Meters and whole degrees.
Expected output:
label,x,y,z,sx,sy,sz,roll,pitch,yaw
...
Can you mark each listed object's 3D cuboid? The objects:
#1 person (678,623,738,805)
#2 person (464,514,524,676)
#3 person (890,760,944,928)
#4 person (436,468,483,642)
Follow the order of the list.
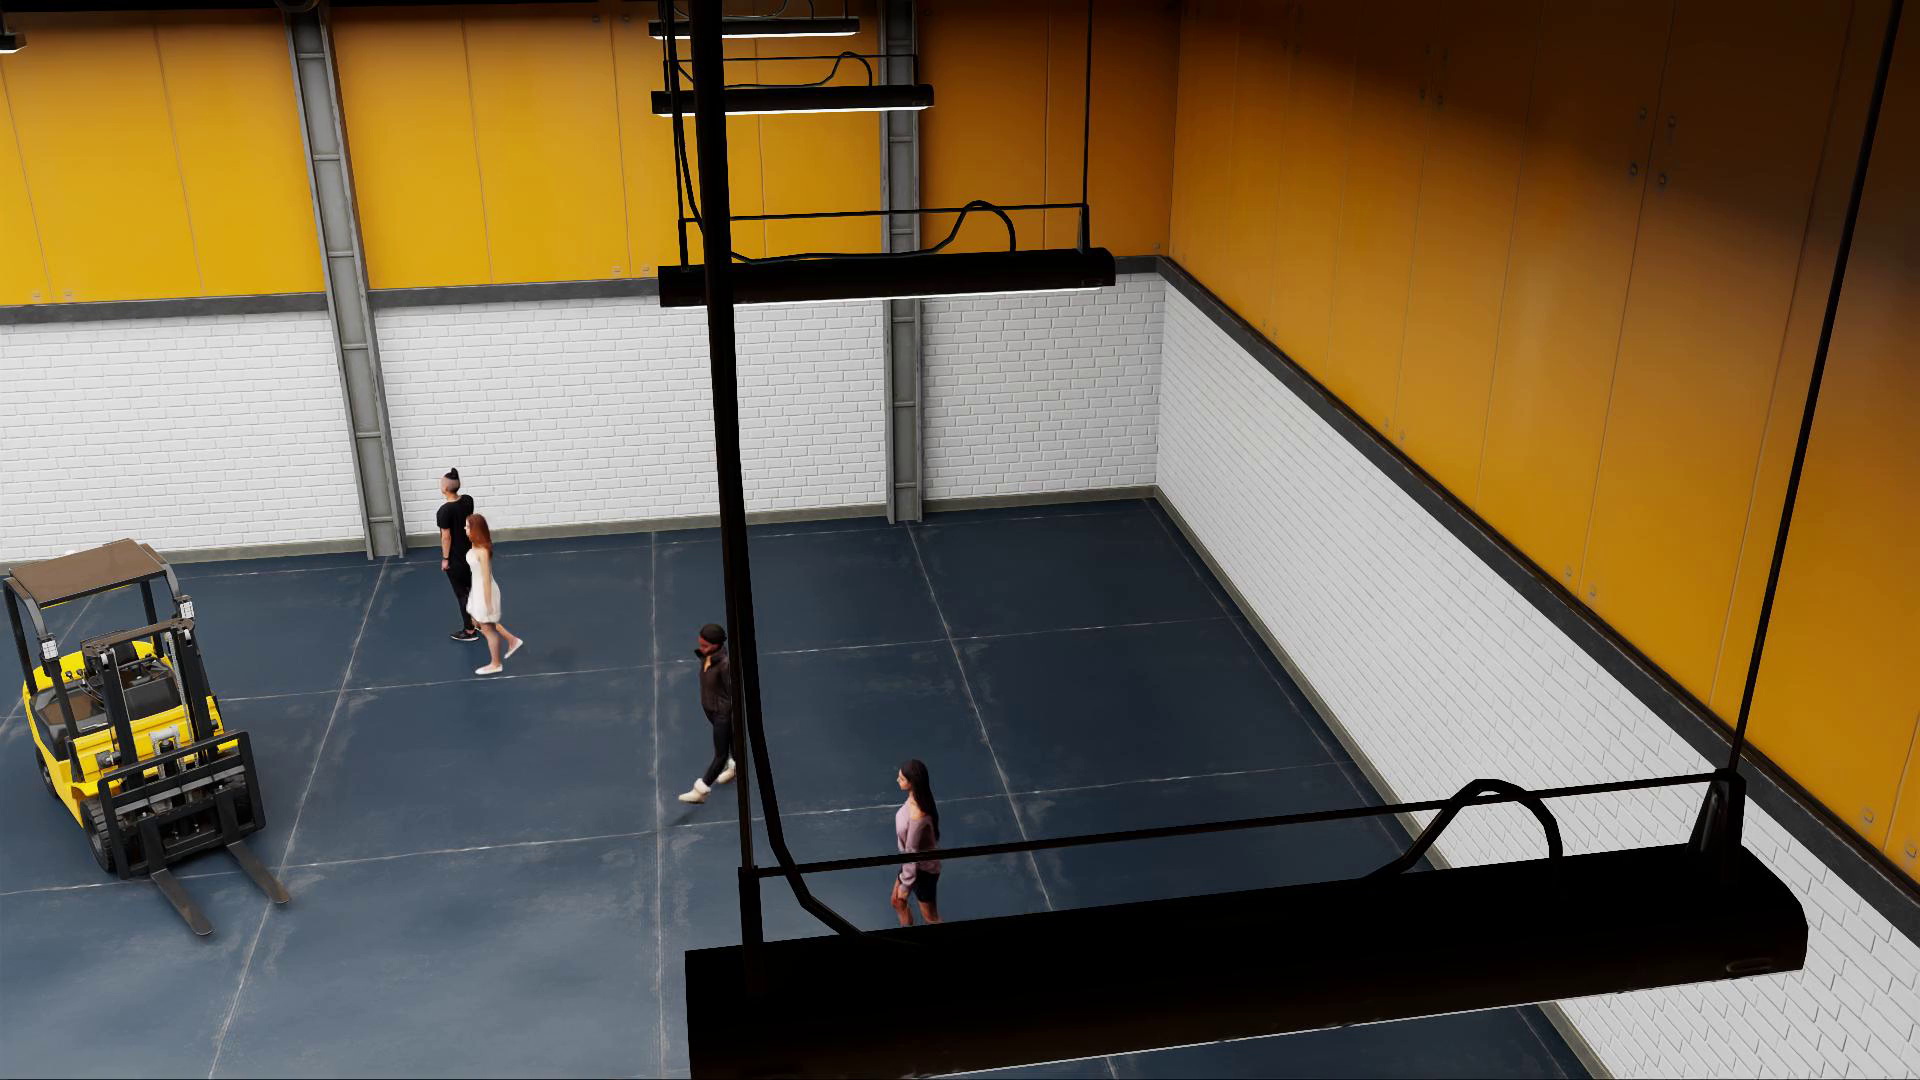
label,x,y,z,sx,sy,sz,roll,pitch,yaw
person,-2.145,1.485,14.044,1.120,1.621,0.915,-14,27,-30
person,-4.523,0.512,16.172,0.790,1.700,0.660,-10,25,-21
person,-0.176,2.363,11.821,0.669,1.794,0.629,-3,24,-7
person,-5.057,0.127,16.851,0.766,1.862,0.769,8,25,18
